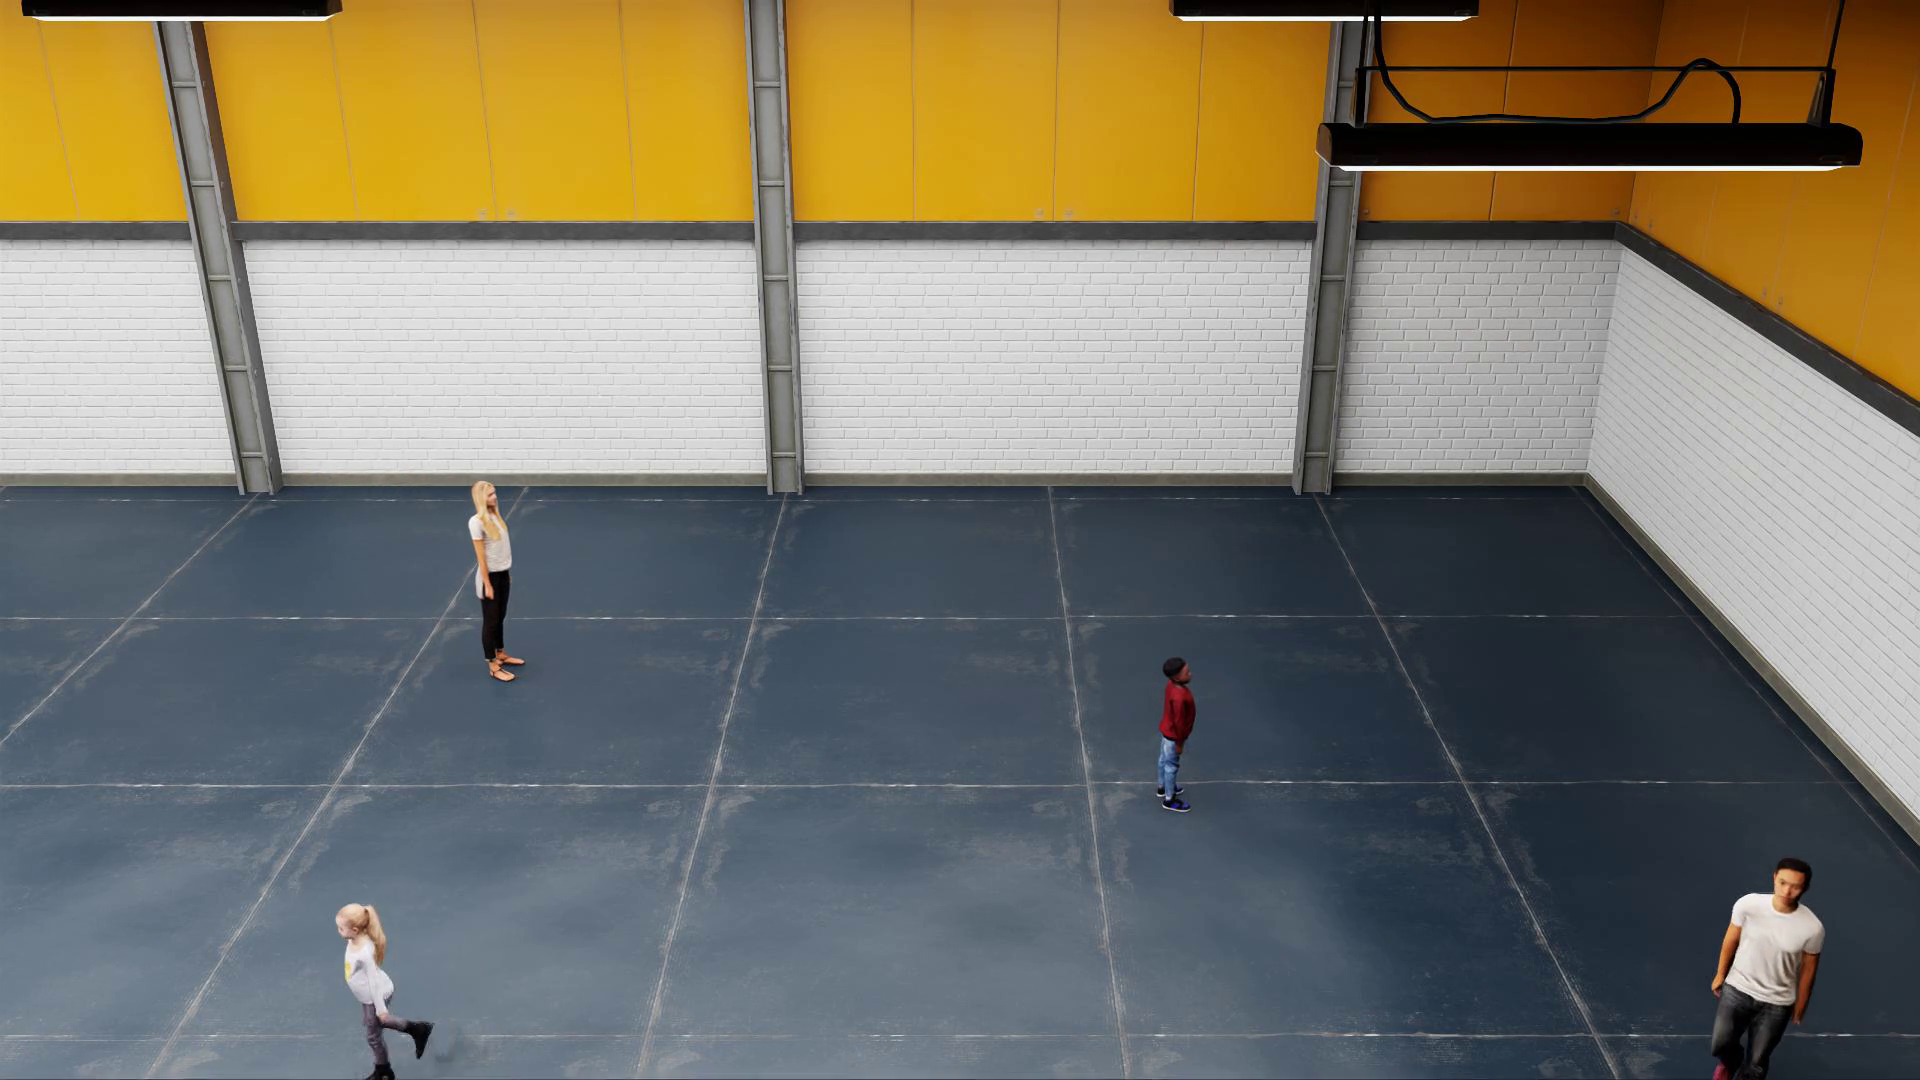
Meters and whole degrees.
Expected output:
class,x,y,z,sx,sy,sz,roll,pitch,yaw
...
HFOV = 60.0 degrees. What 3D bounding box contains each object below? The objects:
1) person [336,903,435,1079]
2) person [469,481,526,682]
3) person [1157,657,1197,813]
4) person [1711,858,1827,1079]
class,x,y,z,sx,sy,sz,roll,pitch,yaw
person,-3.436,2.694,9.951,0.829,1.263,0.714,-14,27,-30
person,-4.122,0.337,14.641,0.558,1.826,0.626,3,24,6
person,1.640,1.464,12.775,0.490,1.256,0.512,-1,24,-3
person,4.630,2.558,9.592,0.821,1.801,0.884,14,27,30
